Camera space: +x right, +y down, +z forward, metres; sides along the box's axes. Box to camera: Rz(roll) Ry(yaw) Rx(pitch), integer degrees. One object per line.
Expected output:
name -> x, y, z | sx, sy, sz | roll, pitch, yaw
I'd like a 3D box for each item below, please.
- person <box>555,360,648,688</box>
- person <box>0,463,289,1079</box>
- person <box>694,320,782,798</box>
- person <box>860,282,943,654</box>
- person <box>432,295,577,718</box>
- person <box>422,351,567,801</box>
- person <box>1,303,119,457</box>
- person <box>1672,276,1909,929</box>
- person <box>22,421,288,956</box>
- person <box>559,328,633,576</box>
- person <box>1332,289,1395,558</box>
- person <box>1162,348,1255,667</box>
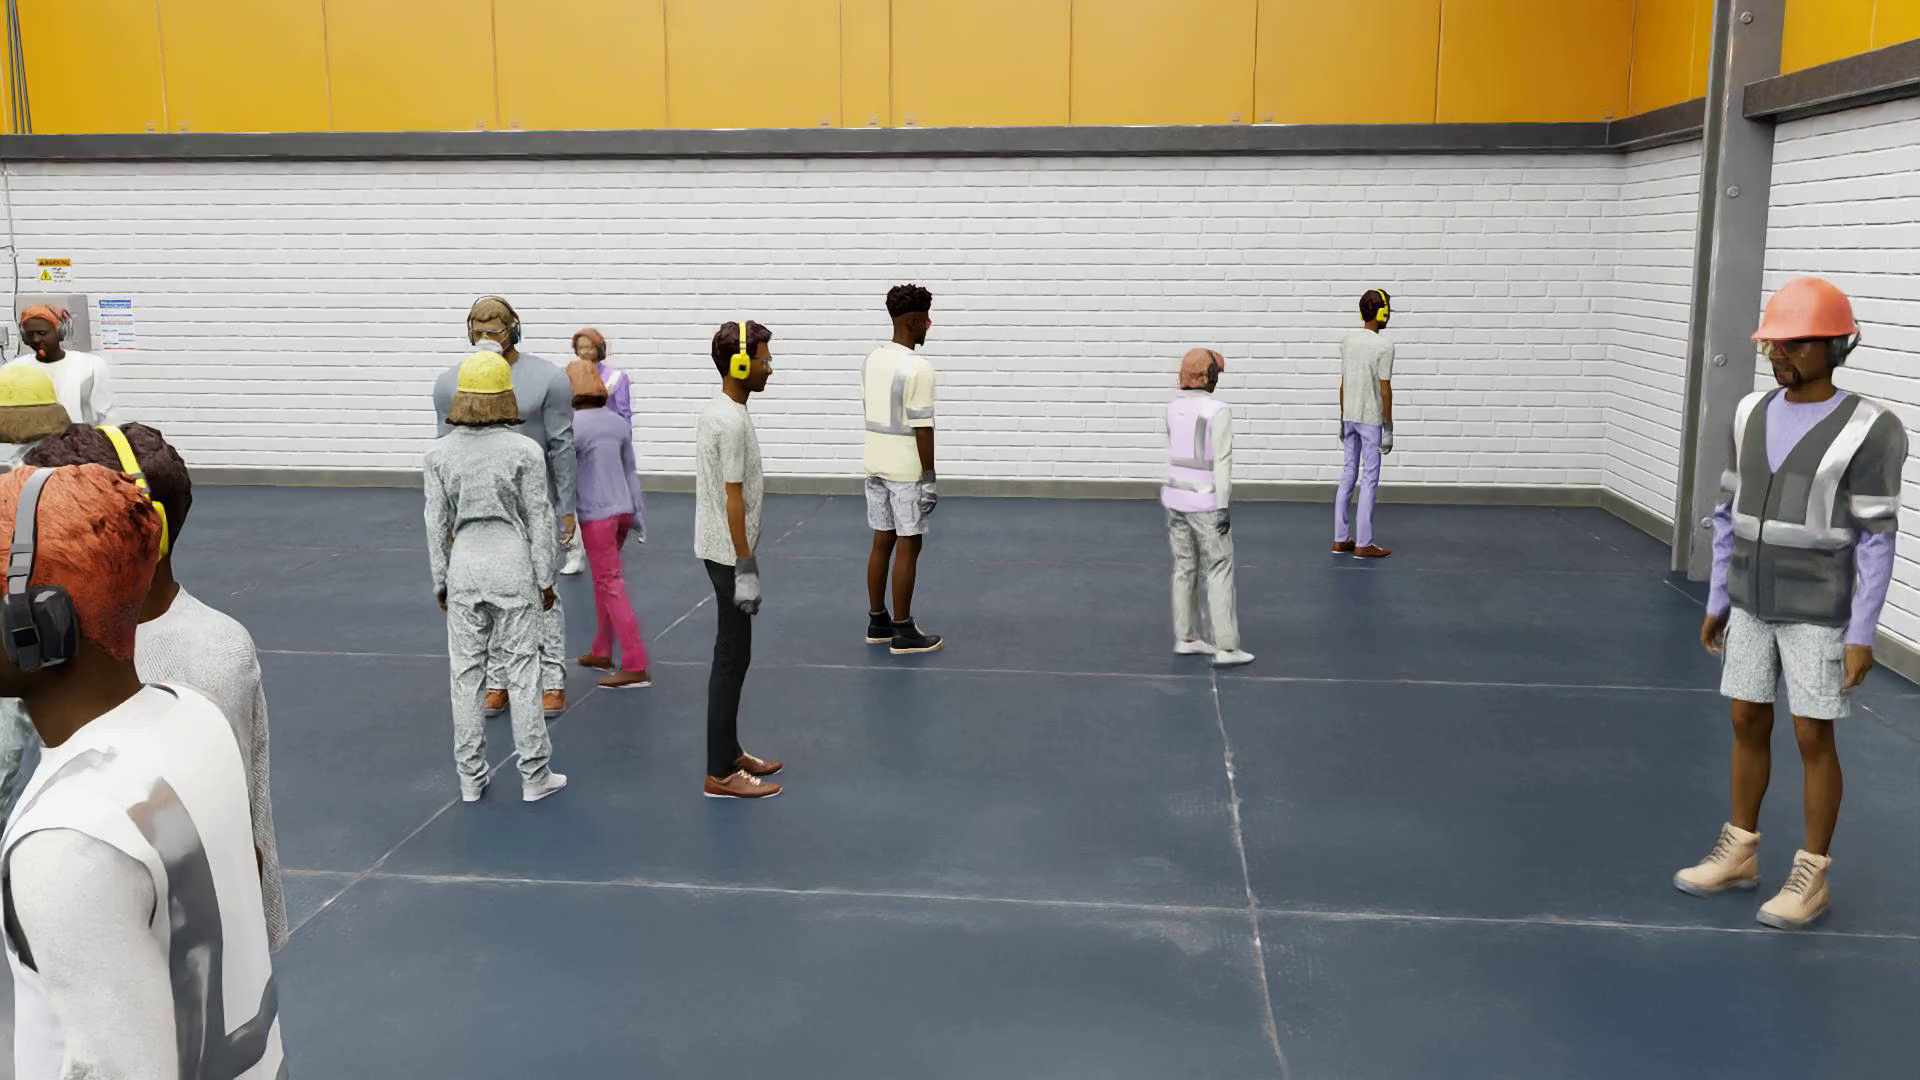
person -> -1.750, -0.085, 8.222 | 0.616, 1.583, 0.511 | 5, 11, 28
person -> -1.007, 0.838, 2.063 | 0.337, 1.882, 0.583 | -3, 10, -14
person -> -0.866, 0.078, 6.498 | 0.338, 1.861, 0.513 | -2, 10, -12
person -> -0.308, -0.377, 8.825 | 0.375, 1.958, 0.599 | -7, 12, -35
person -> -2.061, -0.144, 7.574 | 0.641, 1.927, 0.386 | -1, 10, -3
person -> -1.797, 0.146, 6.423 | 0.483, 1.745, 0.305 | 1, 10, 4
person -> -5.156, -0.453, 9.626 | 0.595, 1.846, 0.724 | -4, 11, -20
person -> 2.613, 0.199, 5.268 | 0.384, 2.043, 0.607 | -5, 11, -26
person -> -1.302, 0.727, 2.778 | 0.512, 1.861, 0.325 | 9, 13, 42
person -> -2.399, -0.560, 10.834 | 0.536, 1.605, 0.761 | 1, 10, 4
person -> 2.816, -0.798, 11.533 | 0.328, 1.856, 0.502 | -6, 12, -31
person -> 1.242, -0.170, 8.559 | 0.383, 1.624, 0.527 | -6, 12, -30
